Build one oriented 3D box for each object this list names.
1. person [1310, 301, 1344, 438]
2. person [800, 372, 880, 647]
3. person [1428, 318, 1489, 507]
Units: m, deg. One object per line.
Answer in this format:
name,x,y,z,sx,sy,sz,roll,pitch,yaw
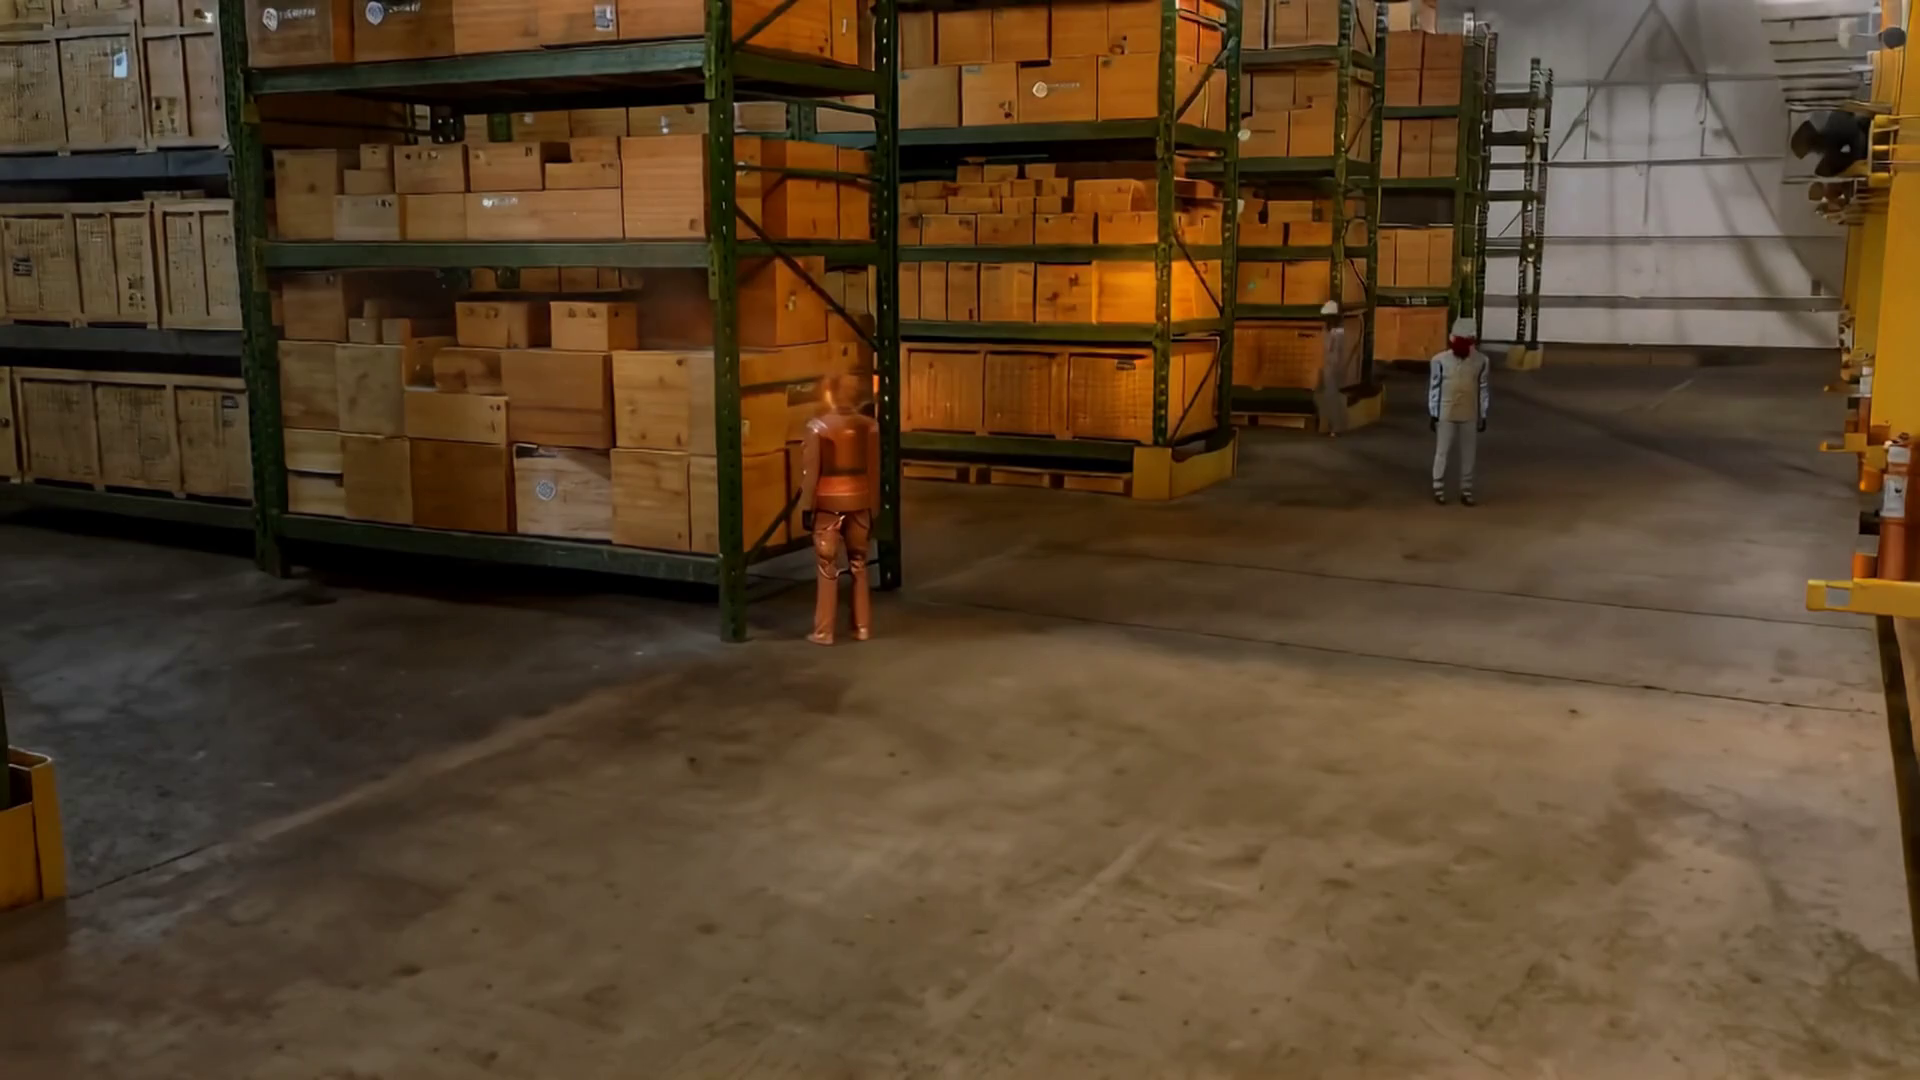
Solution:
person,4.663,-2.141,20.968,0.411,1.727,0.507,-2,10,-11
person,-0.701,-0.180,9.904,0.528,1.630,0.315,-6,12,-32
person,4.588,-1.168,15.301,0.564,1.743,0.362,0,10,-2
